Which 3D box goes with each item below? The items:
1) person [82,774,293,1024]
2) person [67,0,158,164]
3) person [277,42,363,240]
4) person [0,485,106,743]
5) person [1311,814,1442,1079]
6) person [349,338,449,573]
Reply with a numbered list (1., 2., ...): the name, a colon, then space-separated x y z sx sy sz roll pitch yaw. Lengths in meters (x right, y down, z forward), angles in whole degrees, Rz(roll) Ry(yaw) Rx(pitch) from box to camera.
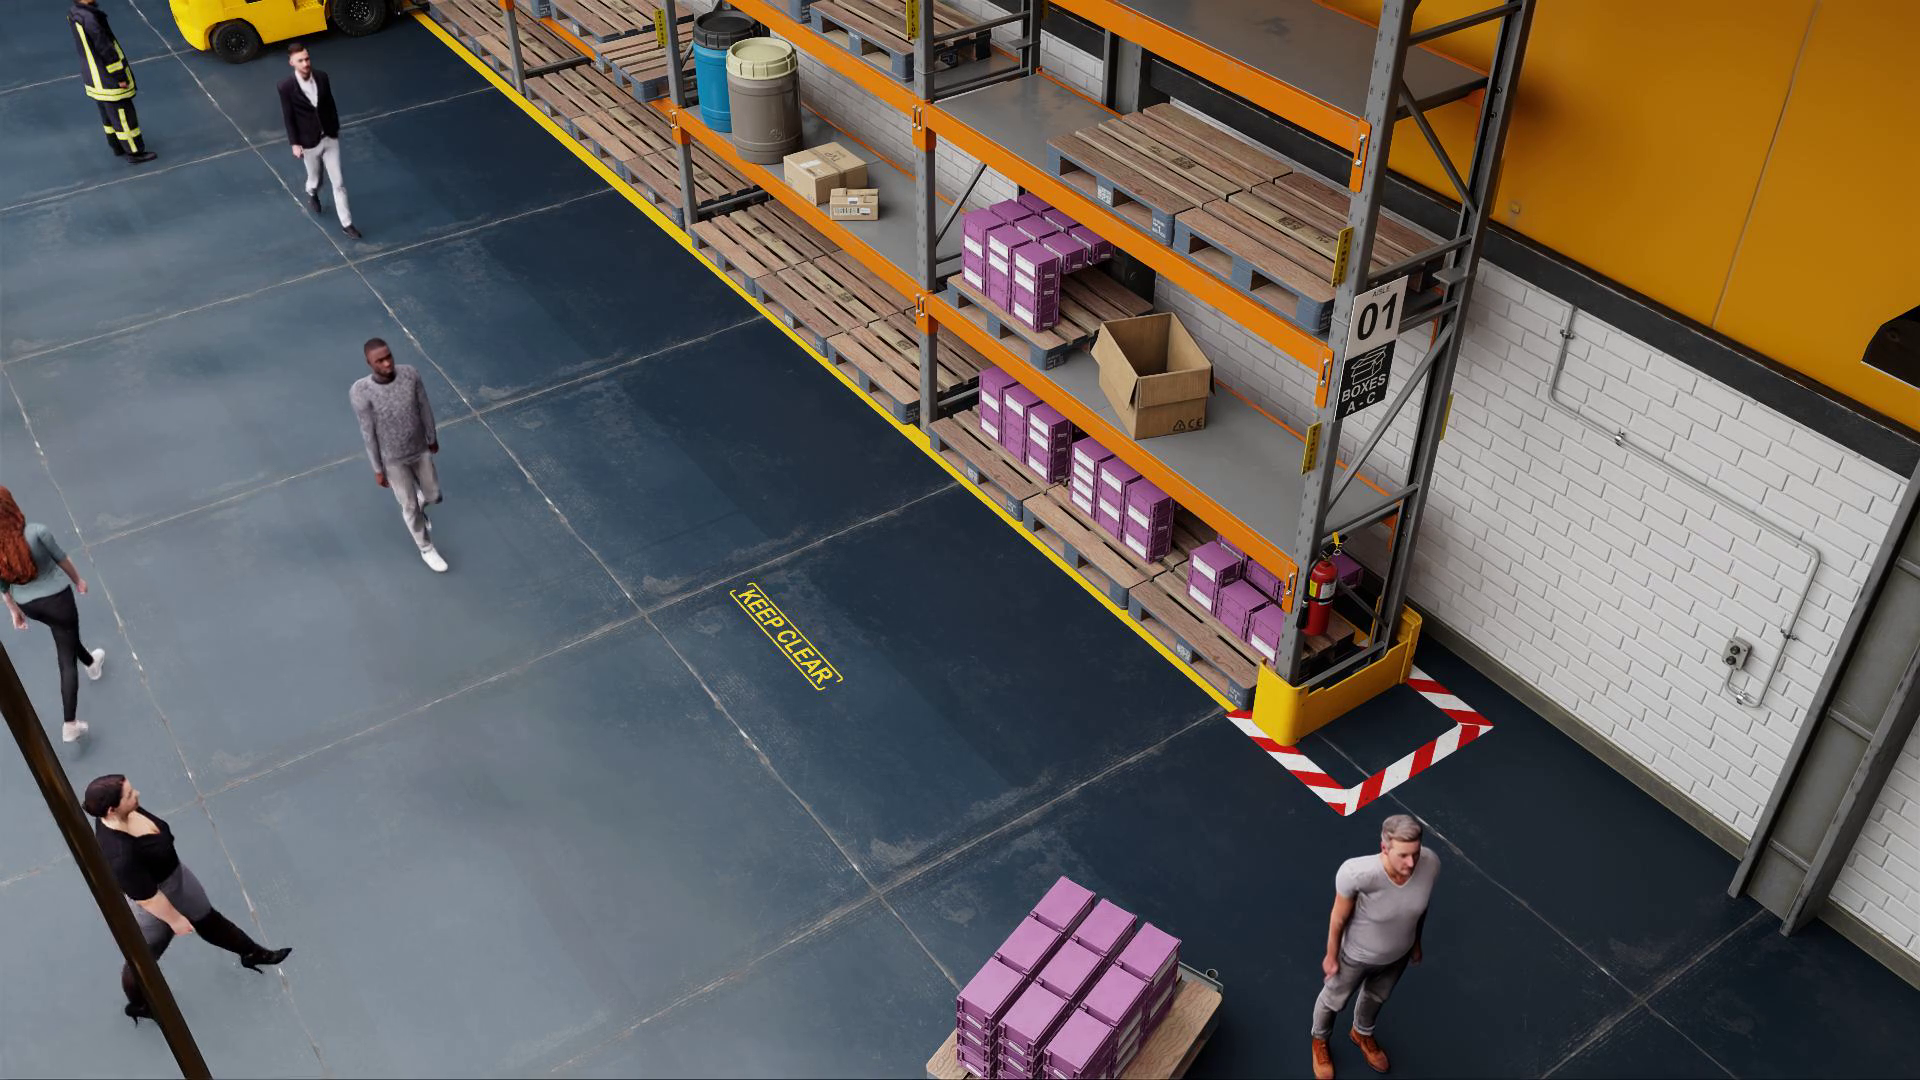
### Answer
1. person: -4.210 1.881 8.445 0.904 1.713 1.091 -14 41 -16
2. person: -8.521 -4.693 16.555 0.705 1.865 0.875 30 48 32
3. person: -5.975 -3.718 15.368 0.710 1.823 1.092 -28 47 -31
4. person: -5.615 0.468 10.227 0.928 1.697 1.240 -6 39 -7
5. person: 2.038 1.987 8.217 0.765 1.832 0.699 -9 39 -11
6. person: -3.885 -0.630 11.502 0.748 1.822 0.893 -30 47 -32
